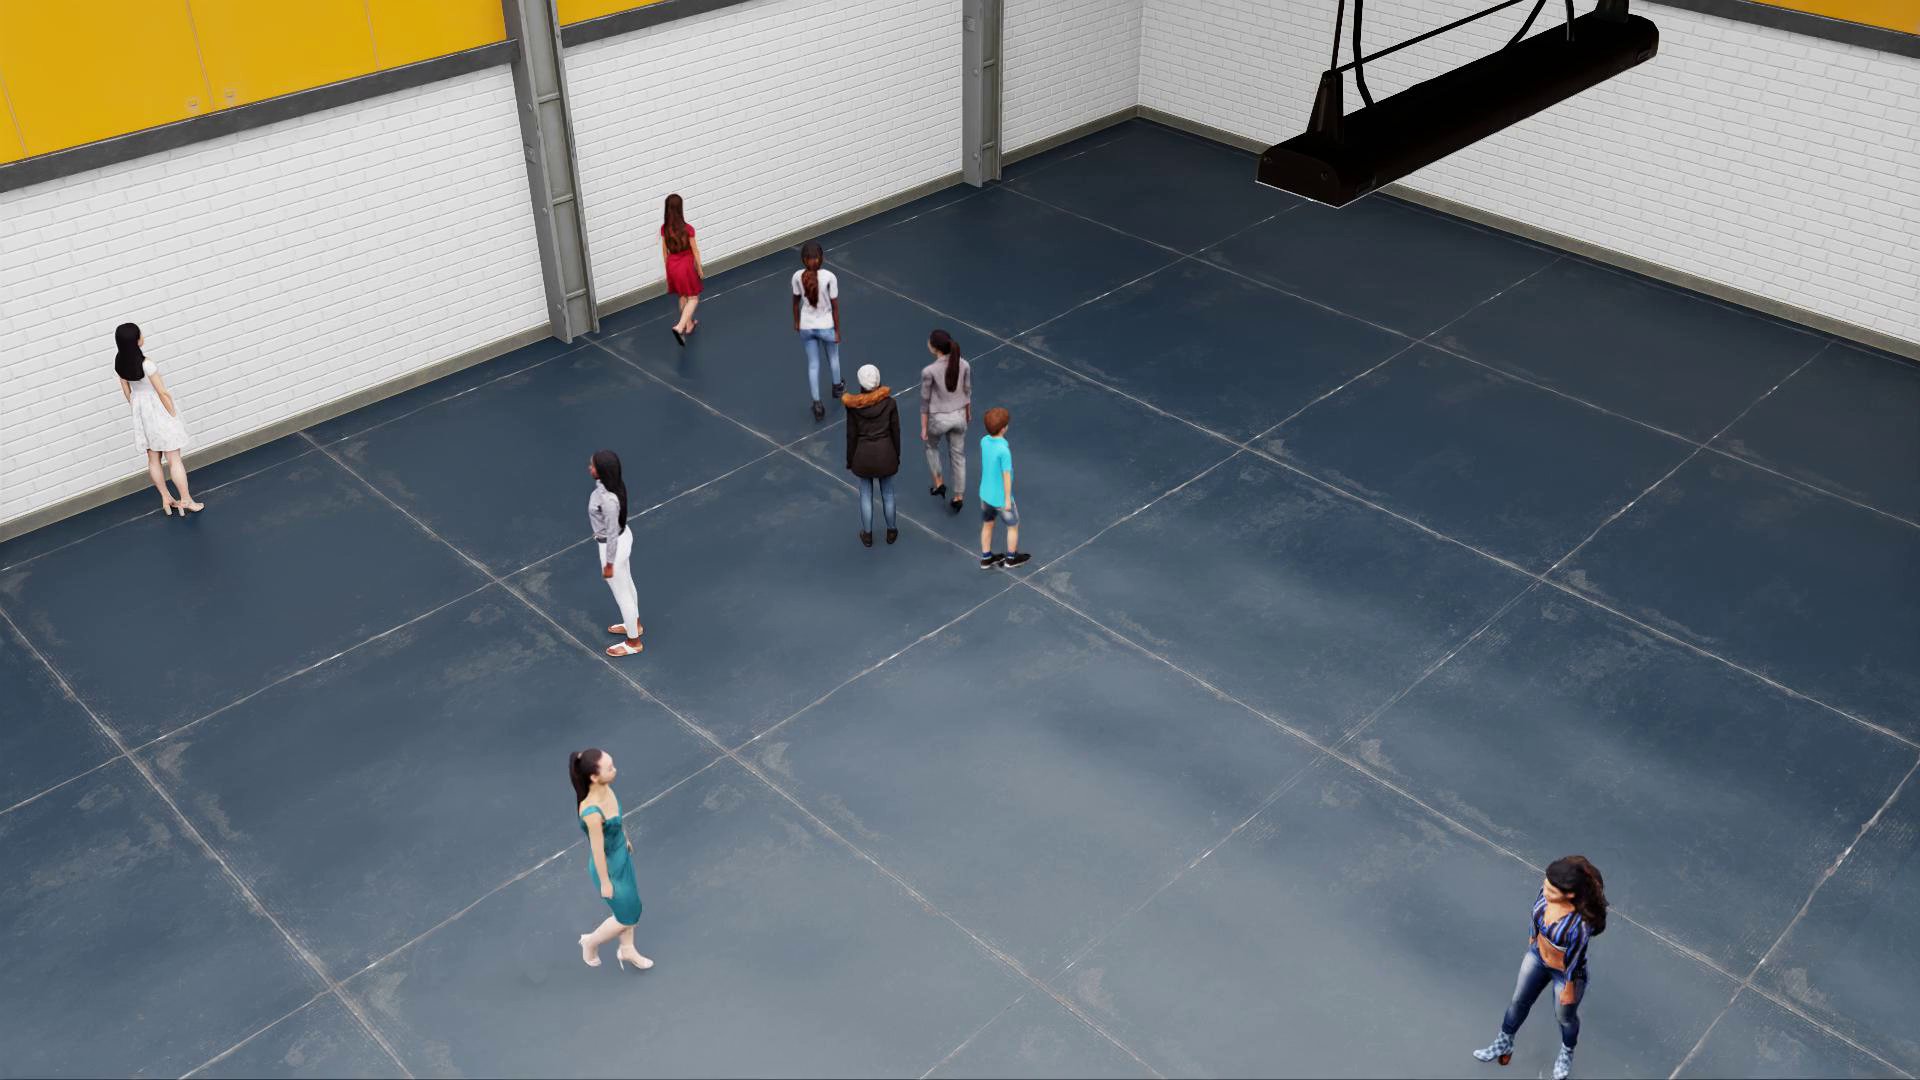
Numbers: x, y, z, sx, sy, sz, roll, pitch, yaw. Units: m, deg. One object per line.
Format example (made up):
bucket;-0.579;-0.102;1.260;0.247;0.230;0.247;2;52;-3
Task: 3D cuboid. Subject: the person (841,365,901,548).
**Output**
person;-0.695;-0.683;13.513;0.723;1.636;0.797;-3;34;-5

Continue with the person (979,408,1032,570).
person;0.244;-0.378;13.230;0.662;1.442;0.593;-22;39;-29

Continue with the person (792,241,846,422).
person;-1.322;-1.903;15.285;0.929;1.706;1.024;4;34;6

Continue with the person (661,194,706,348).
person;-2.786;-2.684;16.613;0.809;1.538;0.994;8;35;12

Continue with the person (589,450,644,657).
person;-2.548;0.072;12.298;0.714;1.724;0.672;-3;34;-4

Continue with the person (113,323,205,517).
person;-6.711;-1.001;13.865;0.762;1.775;0.790;9;35;14

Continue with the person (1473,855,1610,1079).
person;3.284;2.305;9.043;0.865;1.609;0.764;-17;37;-23

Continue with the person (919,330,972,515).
person;-0.092;-0.936;13.878;0.756;1.653;0.848;-12;36;-18

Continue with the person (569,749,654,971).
person;-2.083;1.890;9.606;0.807;1.676;0.747;0;34;0
